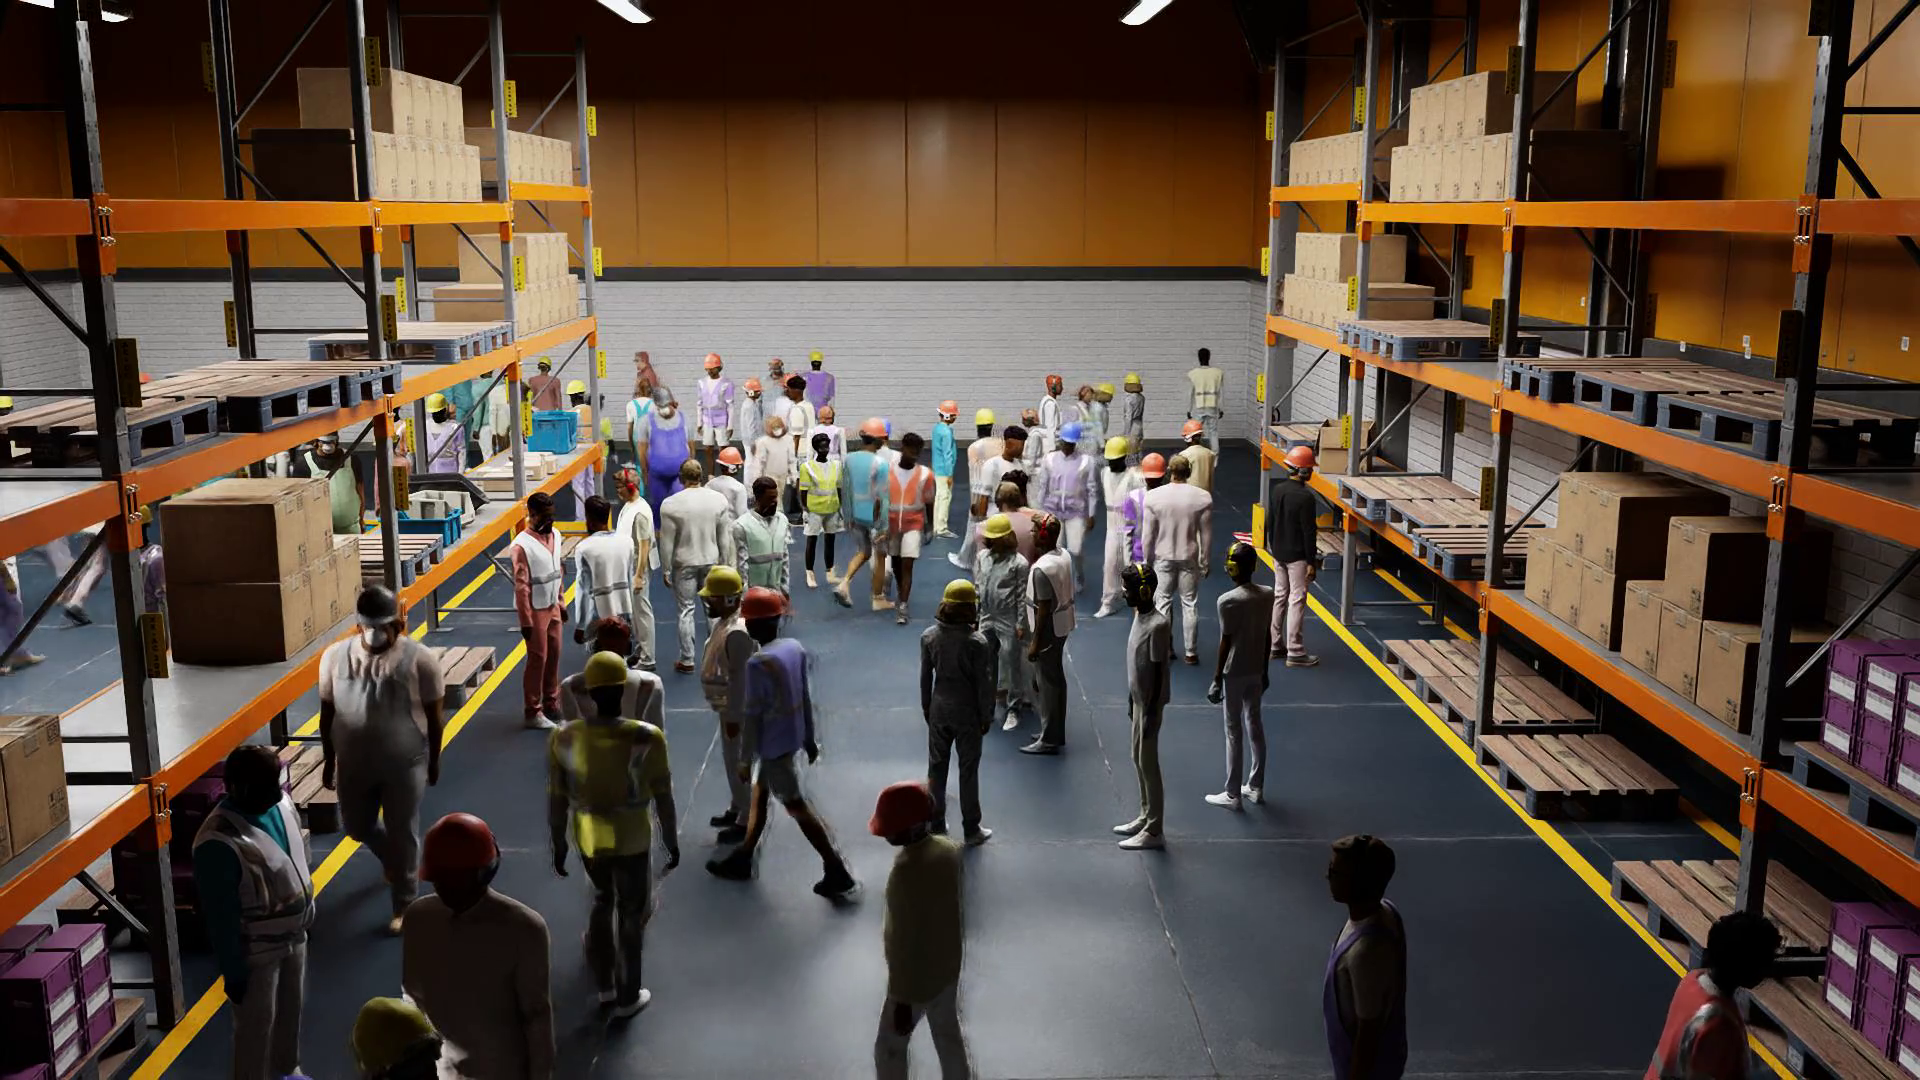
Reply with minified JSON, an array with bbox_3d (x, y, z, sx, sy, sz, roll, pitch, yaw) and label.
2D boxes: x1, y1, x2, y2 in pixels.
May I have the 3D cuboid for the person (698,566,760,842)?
[{"bbox_3d":[-1.496,1.055,10.910,0.406,1.824,0.590,-3,12,-13],"label":"person"}]

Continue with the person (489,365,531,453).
[{"bbox_3d":[-6.290,-1.518,23.357,0.613,1.994,0.381,-6,13,-27],"label":"person"}]

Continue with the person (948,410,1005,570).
[{"bbox_3d":[0.272,-0.529,18.698,0.622,1.871,0.976,-9,14,-37],"label":"person"}]

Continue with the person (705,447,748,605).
[{"bbox_3d":[-2.299,-0.061,16.661,0.563,1.751,0.342,10,15,41],"label":"person"}]

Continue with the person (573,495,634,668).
[{"bbox_3d":[-2.764,0.595,12.993,0.411,1.906,0.602,7,13,30],"label":"person"}]

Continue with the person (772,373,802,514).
[{"bbox_3d":[-2.340,-1.288,22.388,0.566,1.922,0.553,9,15,39],"label":"person"}]

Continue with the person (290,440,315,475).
[{"bbox_3d":[-8.446,-0.991,21.495,0.331,1.686,0.534,4,12,20],"label":"person"}]

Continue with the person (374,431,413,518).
[{"bbox_3d":[-6.161,-0.347,18.078,0.523,1.763,0.329,6,13,27],"label":"person"}]

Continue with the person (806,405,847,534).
[{"bbox_3d":[-1.688,-0.892,21.111,0.515,1.641,0.315,0,11,2],"label":"person"}]

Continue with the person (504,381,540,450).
[{"bbox_3d":[-5.841,-1.198,22.212,0.563,1.825,0.955,3,12,16],"label":"person"}]

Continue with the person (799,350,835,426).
[{"bbox_3d":[-2.238,-1.995,25.954,0.587,1.921,0.388,-3,12,-13],"label":"person"}]

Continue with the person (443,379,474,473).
[{"bbox_3d":[-7.675,-1.922,25.611,0.403,1.906,0.651,2,12,12],"label":"person"}]

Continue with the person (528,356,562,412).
[{"bbox_3d":[-6.667,-2.077,26.777,0.535,1.753,0.341,-1,11,-5],"label":"person"}]

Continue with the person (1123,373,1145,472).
[{"bbox_3d":[2.506,-1.561,24.208,0.294,1.744,0.486,7,13,31],"label":"person"}]

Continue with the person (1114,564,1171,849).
[{"bbox_3d":[1.179,1.067,10.762,0.349,1.856,0.527,-2,11,-9],"label":"person"}]

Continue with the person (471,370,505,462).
[{"bbox_3d":[-6.842,-1.657,24.200,0.372,1.940,0.631,7,13,30],"label":"person"}]

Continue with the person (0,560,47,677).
[{"bbox_3d":[-8.425,0.303,14.664,0.724,1.824,0.522,-8,14,-34],"label":"person"}]

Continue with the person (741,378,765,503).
[{"bbox_3d":[-2.903,-1.403,23.392,0.343,1.749,0.573,-2,11,-10],"label":"person"}]

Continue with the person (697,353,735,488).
[{"bbox_3d":[-3.565,-1.709,24.222,0.611,2.034,0.417,5,12,25],"label":"person"}]

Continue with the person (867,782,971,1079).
[{"bbox_3d":[-0.188,1.848,7.205,0.437,1.722,0.649,6,13,28],"label":"person"}]

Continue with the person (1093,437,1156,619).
[{"bbox_3d":[1.744,-0.166,16.970,0.601,1.859,0.991,10,15,41],"label":"person"}]

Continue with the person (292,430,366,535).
[{"bbox_3d":[-6.319,-0.226,16.767,0.683,2.000,0.536,-7,13,-32],"label":"person"}]

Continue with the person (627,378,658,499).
[{"bbox_3d":[-4.245,-1.280,22.560,0.504,1.839,0.344,1,11,6],"label":"person"}]

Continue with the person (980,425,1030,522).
[{"bbox_3d":[0.433,-0.194,16.877,0.666,1.945,0.448,-11,15,-43],"label":"person"}]

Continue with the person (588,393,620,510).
[{"bbox_3d":[-4.801,-1.147,22.337,0.542,1.658,0.813,8,14,34],"label":"person"}]

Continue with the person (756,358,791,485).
[{"bbox_3d":[-2.741,-1.774,24.884,0.638,1.903,0.408,2,11,8],"label":"person"}]

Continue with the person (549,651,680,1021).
[{"bbox_3d":[-1.740,1.496,8.443,0.625,1.909,0.445,0,11,1],"label":"person"}]

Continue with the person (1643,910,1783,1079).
[{"bbox_3d":[2.697,2.114,5.984,0.628,1.654,0.539,2,11,10],"label":"person"}]

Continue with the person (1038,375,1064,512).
[{"bbox_3d":[1.228,-1.311,22.637,0.350,1.878,0.567,0,11,-2],"label":"person"}]

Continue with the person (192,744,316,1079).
[{"bbox_3d":[-3.056,1.770,7.306,0.430,1.835,0.634,1,11,7],"label":"person"}]

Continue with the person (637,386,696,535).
[{"bbox_3d":[-3.570,-0.923,20.261,0.697,2.000,0.806,-3,12,-15],"label":"person"}]

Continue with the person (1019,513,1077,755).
[{"bbox_3d":[0.677,0.707,12.574,0.389,1.846,0.566,4,12,18],"label":"person"}]

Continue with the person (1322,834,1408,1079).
[{"bbox_3d":[1.486,1.976,6.215,0.346,1.847,0.506,4,12,20],"label":"person"}]

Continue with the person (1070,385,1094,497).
[{"bbox_3d":[1.777,-1.379,23.557,0.360,1.629,0.533,9,15,39],"label":"person"}]
